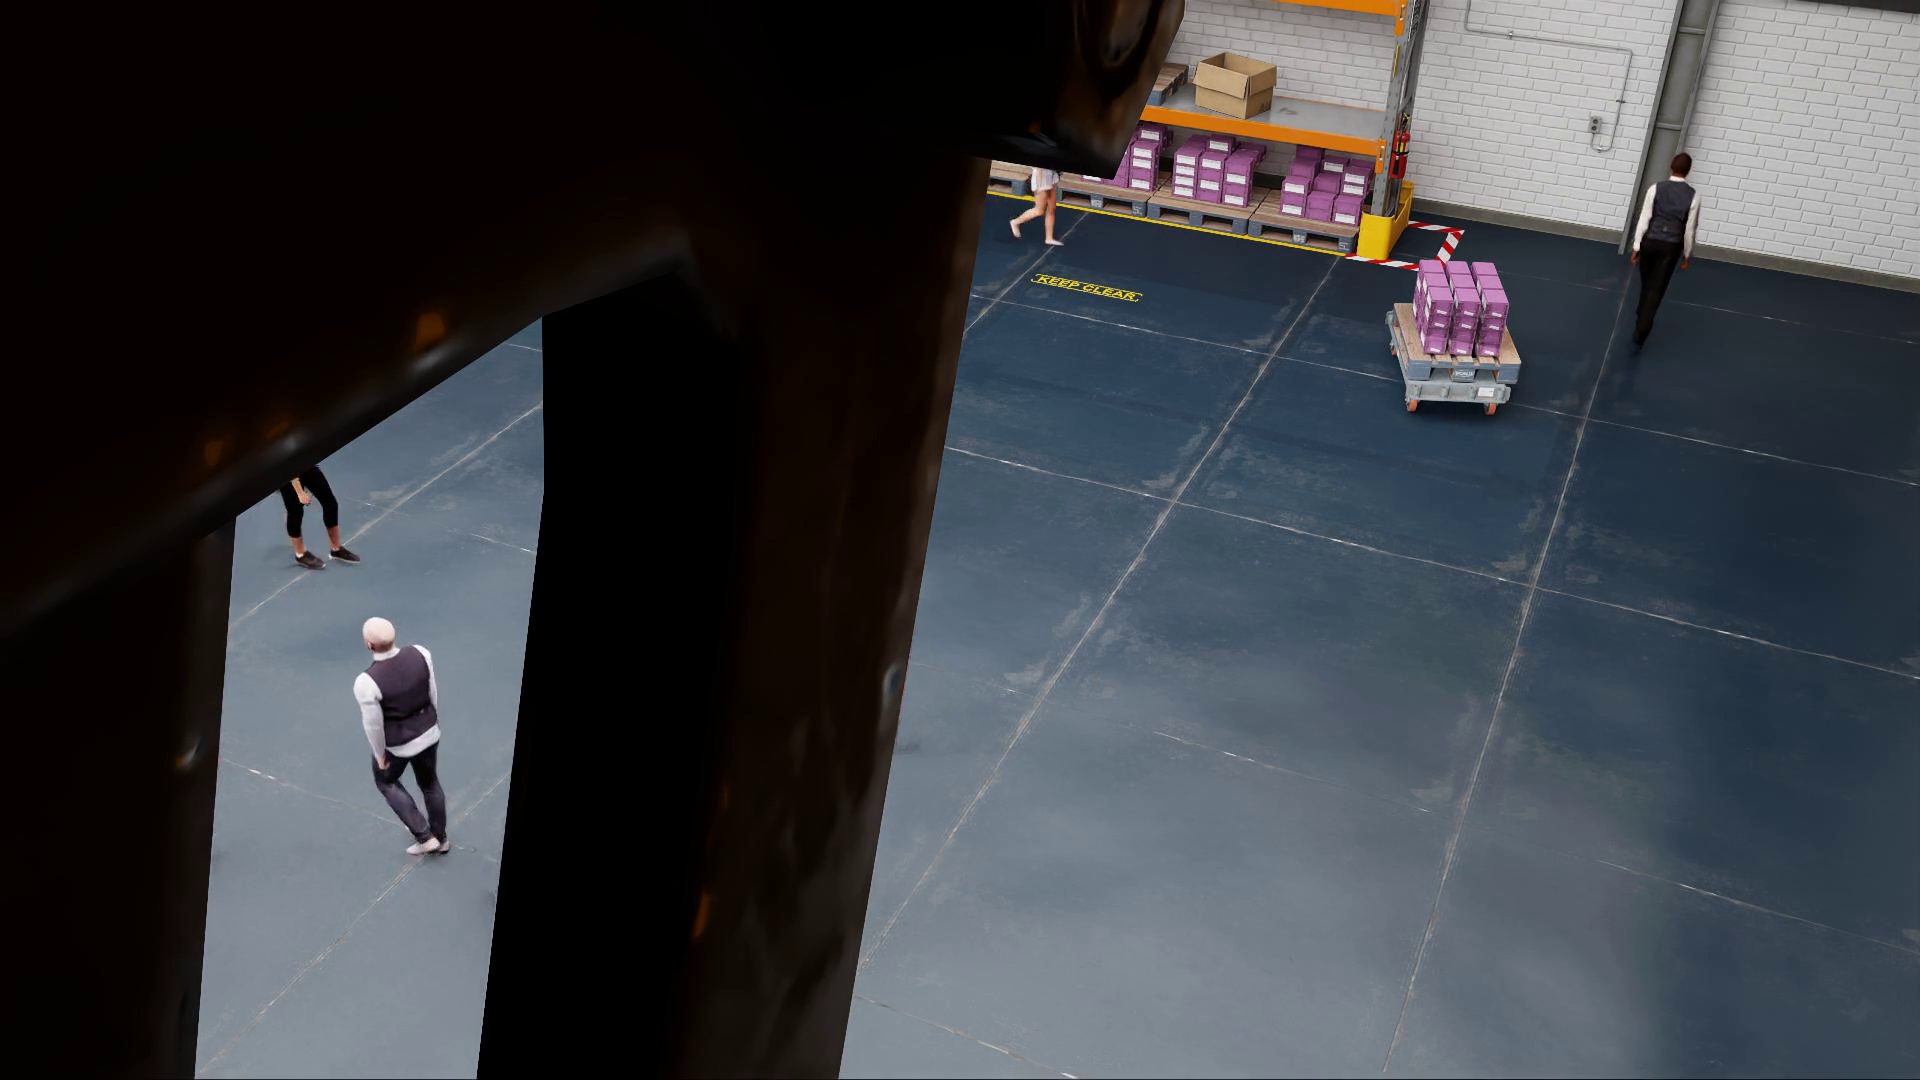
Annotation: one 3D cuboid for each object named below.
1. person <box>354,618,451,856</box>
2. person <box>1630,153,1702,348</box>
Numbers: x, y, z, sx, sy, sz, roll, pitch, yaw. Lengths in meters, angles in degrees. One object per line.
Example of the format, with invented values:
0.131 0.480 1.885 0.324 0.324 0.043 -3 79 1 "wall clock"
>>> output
-3.340 1.264 10.230 0.758 1.809 0.764 24 41 32 "person"
6.847 -2.811 16.290 1.232 1.888 0.865 19 38 27 "person"
